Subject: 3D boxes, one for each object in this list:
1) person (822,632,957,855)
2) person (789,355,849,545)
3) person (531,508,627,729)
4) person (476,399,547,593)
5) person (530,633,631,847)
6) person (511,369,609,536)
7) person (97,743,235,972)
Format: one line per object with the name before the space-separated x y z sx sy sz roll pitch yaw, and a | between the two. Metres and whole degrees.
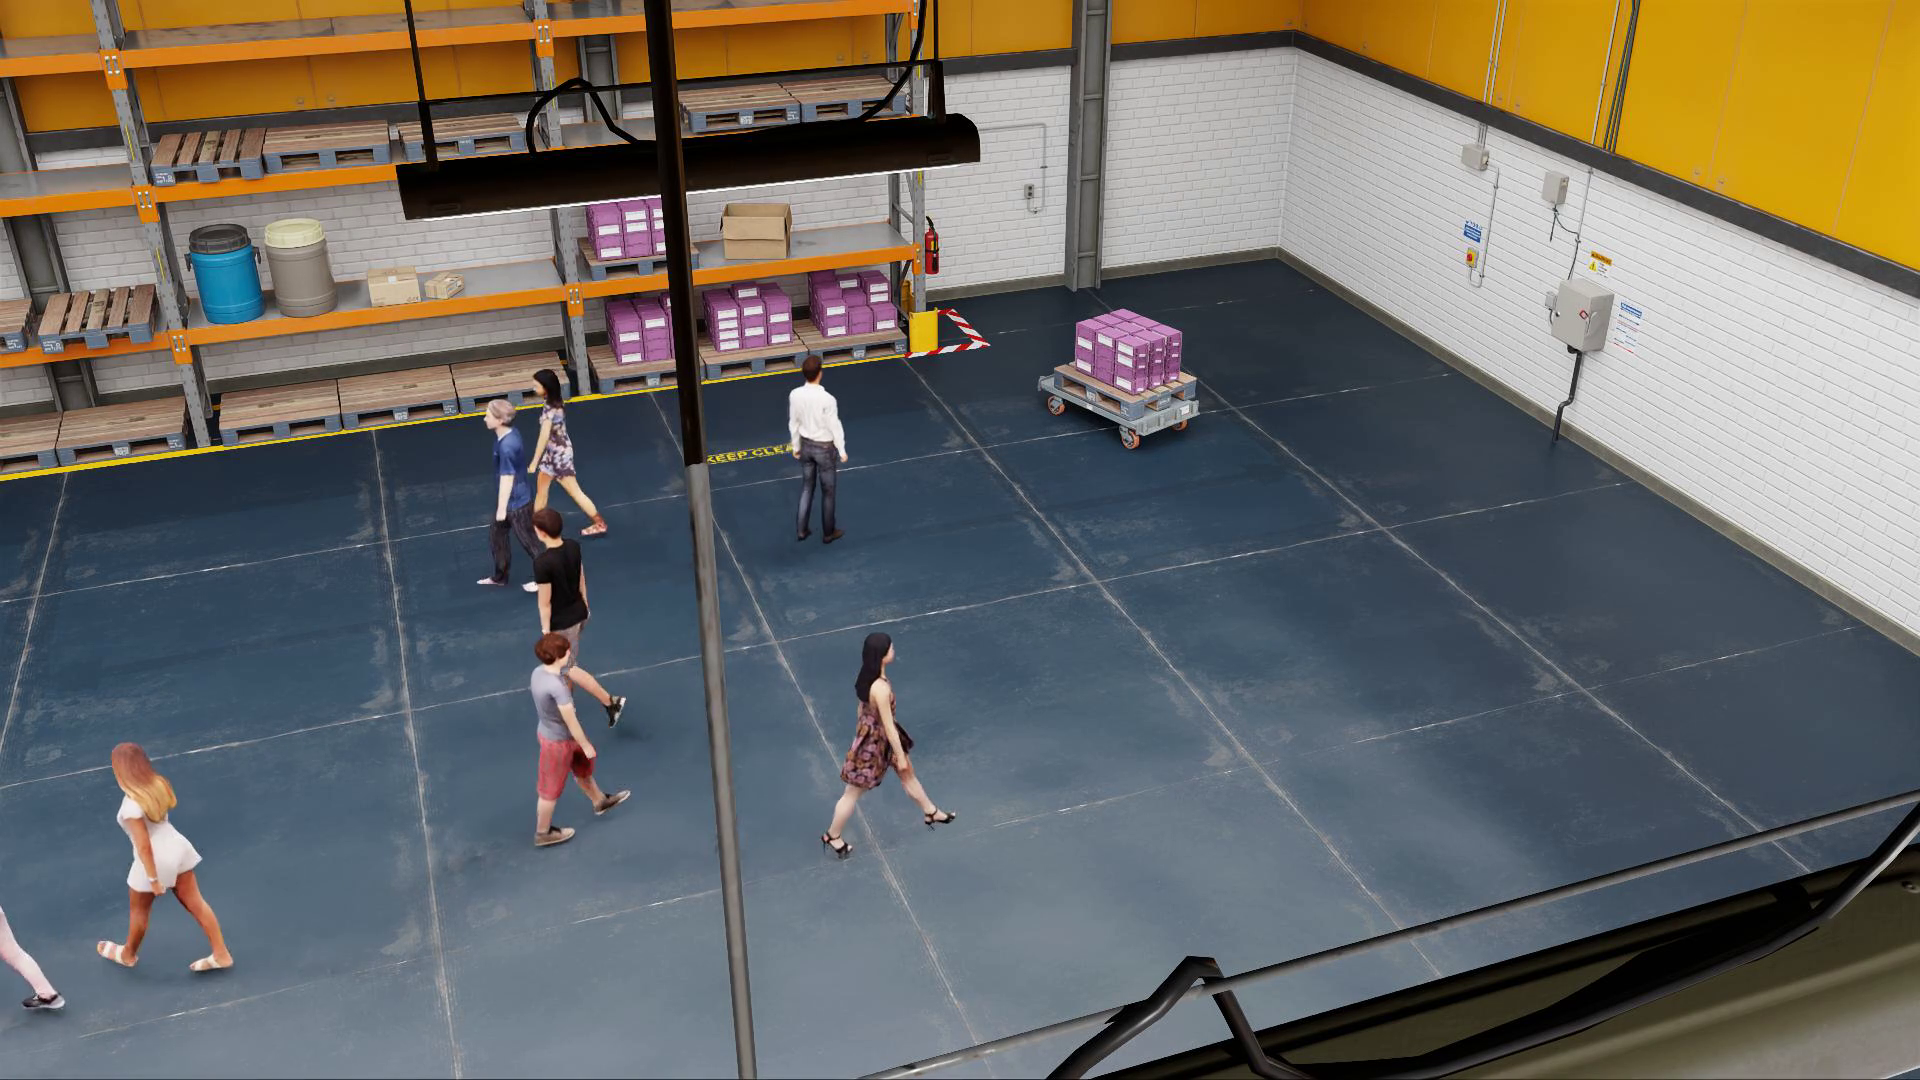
person | -0.655 1.455 11.310 1.196 1.706 0.650 -8 30 -14
person | -1.327 -0.796 15.267 0.801 1.869 0.855 14 32 24
person | -2.941 0.622 12.696 1.197 1.839 1.116 11 31 20
person | -3.792 -0.372 14.508 0.900 1.851 0.702 -8 30 -15
person | -2.853 1.416 11.469 0.998 1.622 0.653 -13 31 -22
person | -3.621 -0.745 15.372 1.154 1.677 0.680 -5 29 -9
person | -4.875 2.013 10.346 1.155 1.648 0.902 1 29 2
